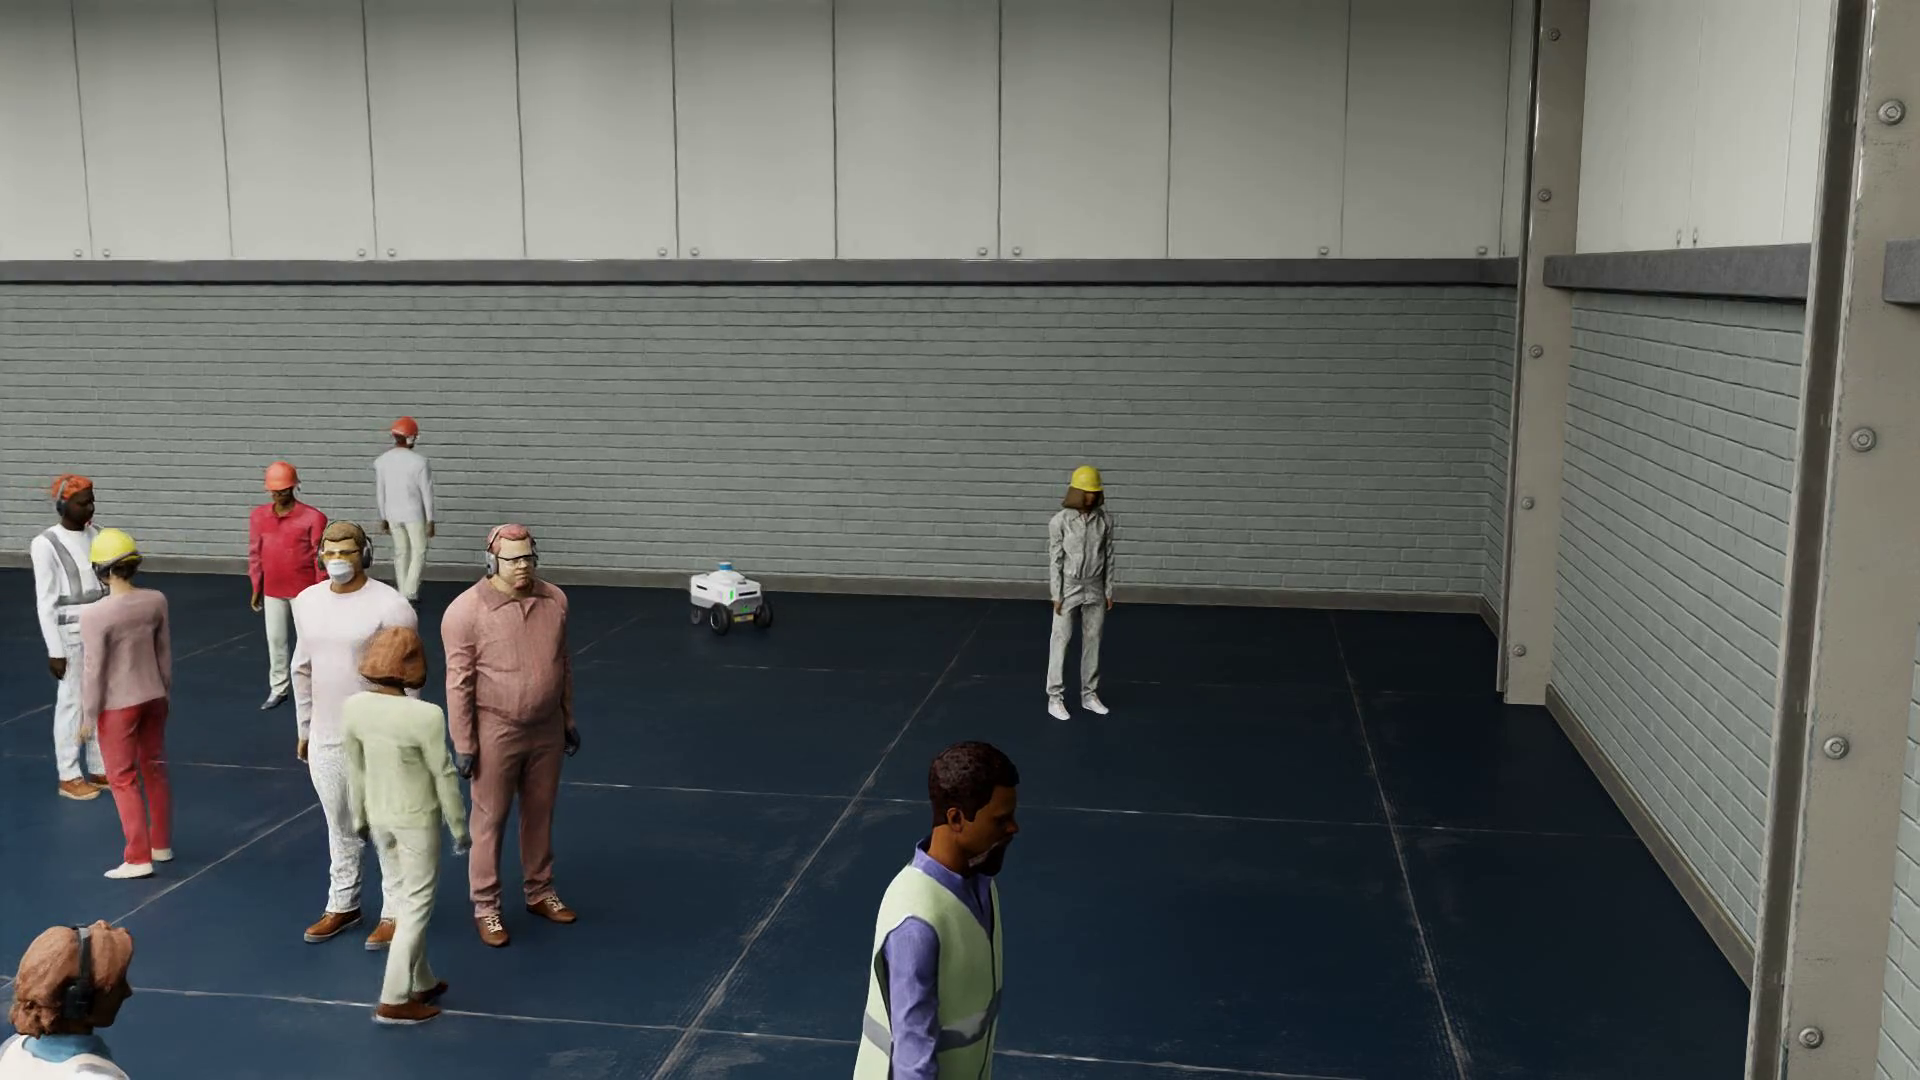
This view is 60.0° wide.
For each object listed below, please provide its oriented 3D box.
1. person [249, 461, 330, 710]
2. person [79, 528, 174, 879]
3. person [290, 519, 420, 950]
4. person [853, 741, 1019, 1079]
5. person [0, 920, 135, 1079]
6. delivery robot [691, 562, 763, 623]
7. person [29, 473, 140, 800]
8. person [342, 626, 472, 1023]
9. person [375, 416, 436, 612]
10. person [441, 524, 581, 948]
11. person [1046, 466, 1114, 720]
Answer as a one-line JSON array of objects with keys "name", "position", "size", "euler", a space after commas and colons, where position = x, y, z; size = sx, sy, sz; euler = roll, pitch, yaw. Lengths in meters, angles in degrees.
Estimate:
[{"name": "person", "position": [-4.619, 0.320, 11.448], "size": [0.573, 1.742, 0.351], "euler": [1, 9, 9]}, {"name": "person", "position": [-4.179, 0.816, 8.342], "size": [0.329, 1.767, 0.534], "euler": [3, 10, 18]}, {"name": "person", "position": [-2.718, 0.867, 7.465], "size": [0.635, 1.940, 0.367], "euler": [3, 10, 17]}, {"name": "person", "position": [-0.058, 1.422, 4.169], "size": [0.406, 1.903, 0.583], "euler": [3, 10, 15]}, {"name": "person", "position": [-1.903, 1.635, 3.651], "size": [0.513, 1.639, 0.311], "euler": [7, 11, 36]}, {"name": "delivery robot", "position": [-1.983, 0.433, 14.107], "size": [0.477, 0.478, 0.707], "euler": [-7, 12, -38]}, {"name": "person", "position": [-5.055, 0.552, 9.586], "size": [0.348, 1.884, 0.591], "euler": [1, 9, 9]}, {"name": "person", "position": [-2.228, 1.145, 6.720], "size": [0.521, 1.625, 0.448], "euler": [4, 10, 24]}, {"name": "person", "position": [-4.956, -0.229, 14.885], "size": [0.578, 1.763, 0.426], "euler": [3, 10, 19]}, {"name": "person", "position": [-2.004, 0.867, 7.565], "size": [0.401, 1.906, 0.651], "euler": [8, 12, 42]}, {"name": "person", "position": [0.827, 0.355, 11.264], "size": [0.482, 1.733, 0.352], "euler": [-4, 10, -24]}]
